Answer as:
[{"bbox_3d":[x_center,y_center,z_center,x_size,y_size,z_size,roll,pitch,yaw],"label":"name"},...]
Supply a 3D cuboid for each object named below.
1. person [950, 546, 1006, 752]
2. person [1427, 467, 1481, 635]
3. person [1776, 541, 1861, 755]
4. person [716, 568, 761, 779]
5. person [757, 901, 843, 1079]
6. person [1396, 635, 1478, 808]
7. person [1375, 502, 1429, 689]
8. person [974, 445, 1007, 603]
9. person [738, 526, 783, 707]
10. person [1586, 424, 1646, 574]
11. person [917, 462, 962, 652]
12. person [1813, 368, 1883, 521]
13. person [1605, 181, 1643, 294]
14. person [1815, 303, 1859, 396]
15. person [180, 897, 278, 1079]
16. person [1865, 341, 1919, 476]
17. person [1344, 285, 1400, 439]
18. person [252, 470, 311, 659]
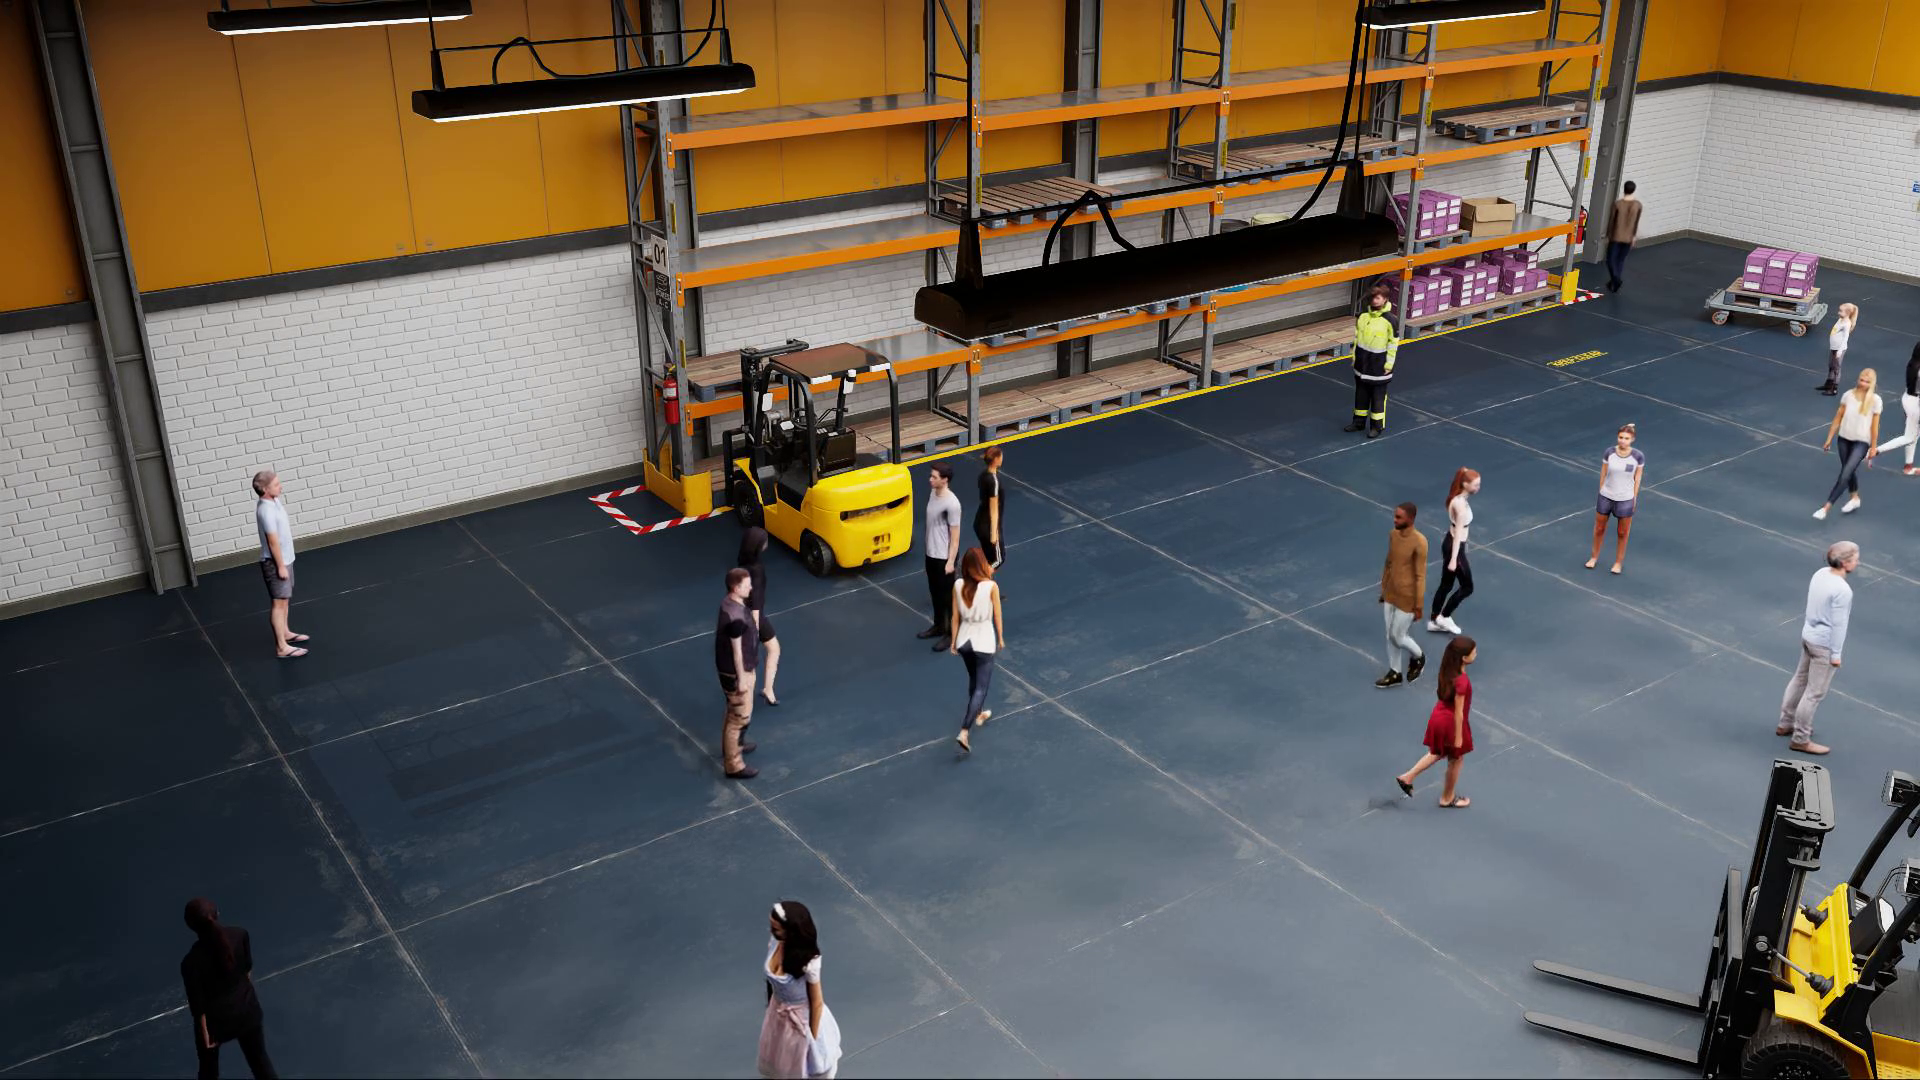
[{"bbox_3d":[0.112,0.939,14.111,0.903,1.757,1.127,11,26,24],"label":"person"},{"bbox_3d":[4.680,0.115,16.017,0.820,1.739,0.747,6,24,13],"label":"person"},{"bbox_3d":[7.283,0.882,14.076,0.784,1.890,0.748,2,24,4],"label":"person"},{"bbox_3d":[-1.867,1.065,13.732,0.741,1.830,0.764,-5,24,-12],"label":"person"},{"bbox_3d":[-0.949,2.847,9.679,0.765,1.810,0.745,-21,31,-40],"label":"person"},{"bbox_3d":[3.824,1.454,13.207,0.927,1.537,0.777,-2,24,-6],"label":"person"},{"bbox_3d":[4.076,0.496,15.067,0.780,1.803,0.710,-12,26,-26],"label":"person"},{"bbox_3d":[0.214,-0.128,16.698,0.815,1.640,0.762,-3,24,-6],"label":"person"},{"bbox_3d":[-1.913,0.727,14.568,0.661,1.778,0.629,-17,29,-33],"label":"person"},{"bbox_3d":[6.894,-0.441,17.438,0.631,1.620,0.640,12,26,26],"label":"person"},{"bbox_3d":[-0.158,0.132,15.823,0.589,1.864,0.691,-12,26,-26],"label":"person"},{"bbox_3d":[10.107,-1.084,18.731,1.122,1.763,0.653,-15,28,-30],"label":"person"},{"bbox_3d":[10.938,-4.975,27.499,1.050,1.870,1.053,1,24,2],"label":"person"},{"bbox_3d":[12.095,-2.637,22.889,0.637,1.279,0.581,3,24,6],"label":"person"},{"bbox_3d":[-4.283,2.872,9.850,0.843,1.628,1.006,18,29,35],"label":"person"},{"bbox_3d":[11.343,-1.566,19.906,1.070,1.706,1.014,4,24,8],"label":"person"},{"bbox_3d":[5.293,-2.303,21.252,0.678,1.978,0.796,-20,31,-38],"label":"person"},{"bbox_3d":[-6.457,0.202,15.707,0.673,1.830,0.703,-5,24,-12],"label":"person"}]
